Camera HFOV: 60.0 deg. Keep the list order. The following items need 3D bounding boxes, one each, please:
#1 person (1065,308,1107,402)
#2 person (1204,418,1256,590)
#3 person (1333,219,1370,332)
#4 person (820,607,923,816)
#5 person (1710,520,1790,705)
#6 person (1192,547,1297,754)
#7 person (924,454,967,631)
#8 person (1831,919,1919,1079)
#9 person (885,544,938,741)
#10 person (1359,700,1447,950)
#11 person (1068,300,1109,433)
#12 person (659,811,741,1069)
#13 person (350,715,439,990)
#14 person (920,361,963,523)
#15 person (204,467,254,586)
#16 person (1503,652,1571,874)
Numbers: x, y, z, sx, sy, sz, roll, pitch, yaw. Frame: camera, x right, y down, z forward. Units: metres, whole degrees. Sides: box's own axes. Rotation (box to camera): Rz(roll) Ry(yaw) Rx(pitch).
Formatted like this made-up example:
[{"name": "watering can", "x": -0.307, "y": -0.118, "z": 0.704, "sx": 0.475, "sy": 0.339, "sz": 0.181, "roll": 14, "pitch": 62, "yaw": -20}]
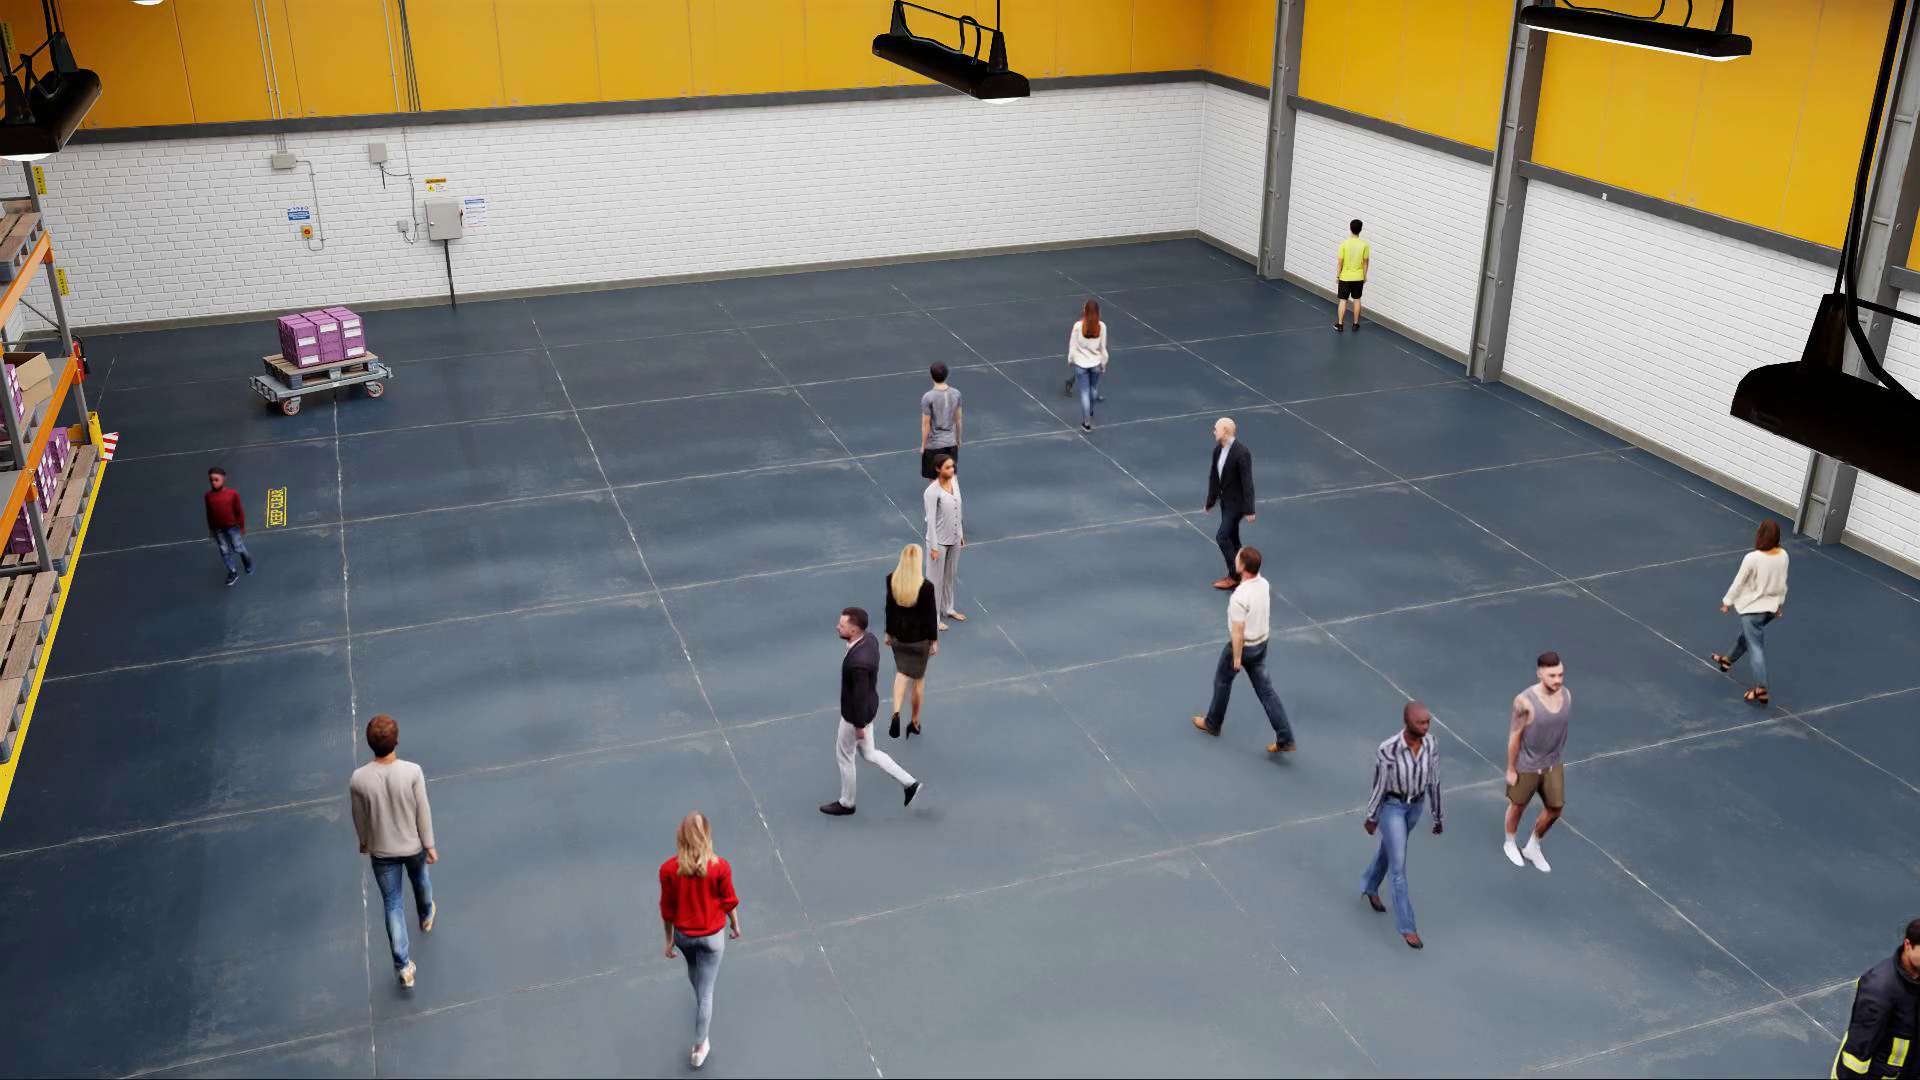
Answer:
[{"name": "person", "x": 1.692, "y": -2.516, "z": 22.371, "sx": 0.749, "sy": 1.295, "sz": 0.937, "roll": -22, "pitch": 32, "yaw": -40}, {"name": "person", "x": 2.808, "y": -0.347, "z": 16.838, "sx": 0.817, "sy": 1.754, "sz": 0.584, "roll": -15, "pitch": 28, "yaw": -30}, {"name": "person", "x": 5.973, "y": -4.032, "z": 25.324, "sx": 0.696, "sy": 1.708, "sz": 0.679, "roll": 2, "pitch": 24, "yaw": 5}, {"name": "person", "x": -0.675, "y": 1.351, "z": 12.872, "sx": 1.050, "sy": 1.819, "sz": 1.096, "roll": 4, "pitch": 24, "yaw": 9}, {"name": "person", "x": 7.090, "y": 0.663, "z": 14.667, "sx": 0.660, "sy": 1.641, "sz": 1.044, "roll": -7, "pitch": 25, "yaw": -15}, {"name": "person", "x": 2.476, "y": 0.949, "z": 13.799, "sx": 1.021, "sy": 1.812, "sz": 1.344, "roll": -21, "pitch": 31, "yaw": -39}, {"name": "person", "x": -0.168, "y": -0.012, "z": 16.096, "sx": 0.727, "sy": 1.734, "sz": 0.712, "roll": 17, "pitch": 29, "yaw": 34}, {"name": "person", "x": 5.123, "y": 2.878, "z": 9.249, "sx": 0.800, "sy": 1.923, "sz": 0.684, "roll": -11, "pitch": 26, "yaw": -24}, {"name": "person", "x": -0.448, "y": 0.912, "z": 13.868, "sx": 0.857, "sy": 1.826, "sz": 0.931, "roll": 8, "pitch": 25, "yaw": 17}, {"name": "person", "x": 3.032, "y": 1.890, "z": 11.710, "sx": 0.729, "sy": 1.762, "sz": 1.063, "roll": -10, "pitch": 26, "yaw": -22}, {"name": "person", "x": 1.645, "y": -2.190, "z": 21.167, "sx": 0.754, "sy": 1.663, "sz": 1.039, "roll": -3, "pitch": 24, "yaw": -7}, {"name": "person", "x": -1.633, "y": 2.530, "z": 10.368, "sx": 0.863, "sy": 1.663, "sz": 1.128, "roll": 0, "pitch": 24, "yaw": -1}, {"name": "person", "x": -3.763, "y": 2.108, "z": 11.095, "sx": 0.774, "sy": 1.855, "sz": 1.220, "roll": -5, "pitch": 24, "yaw": -11}, {"name": "person", "x": -0.203, "y": -1.064, "z": 18.329, "sx": 0.687, "sy": 1.873, "sz": 0.586, "roll": -13, "pitch": 27, "yaw": -27}, {"name": "person", "x": -7.526, "y": -0.177, "z": 17.084, "sx": 0.578, "sy": 1.245, "sz": 0.663, "roll": -2, "pitch": 24, "yaw": -5}, {"name": "person", "x": 4.258, "y": 1.605, "z": 12.440, "sx": 0.677, "sy": 1.831, "sz": 0.706, "roll": -5, "pitch": 24, "yaw": -12}]
